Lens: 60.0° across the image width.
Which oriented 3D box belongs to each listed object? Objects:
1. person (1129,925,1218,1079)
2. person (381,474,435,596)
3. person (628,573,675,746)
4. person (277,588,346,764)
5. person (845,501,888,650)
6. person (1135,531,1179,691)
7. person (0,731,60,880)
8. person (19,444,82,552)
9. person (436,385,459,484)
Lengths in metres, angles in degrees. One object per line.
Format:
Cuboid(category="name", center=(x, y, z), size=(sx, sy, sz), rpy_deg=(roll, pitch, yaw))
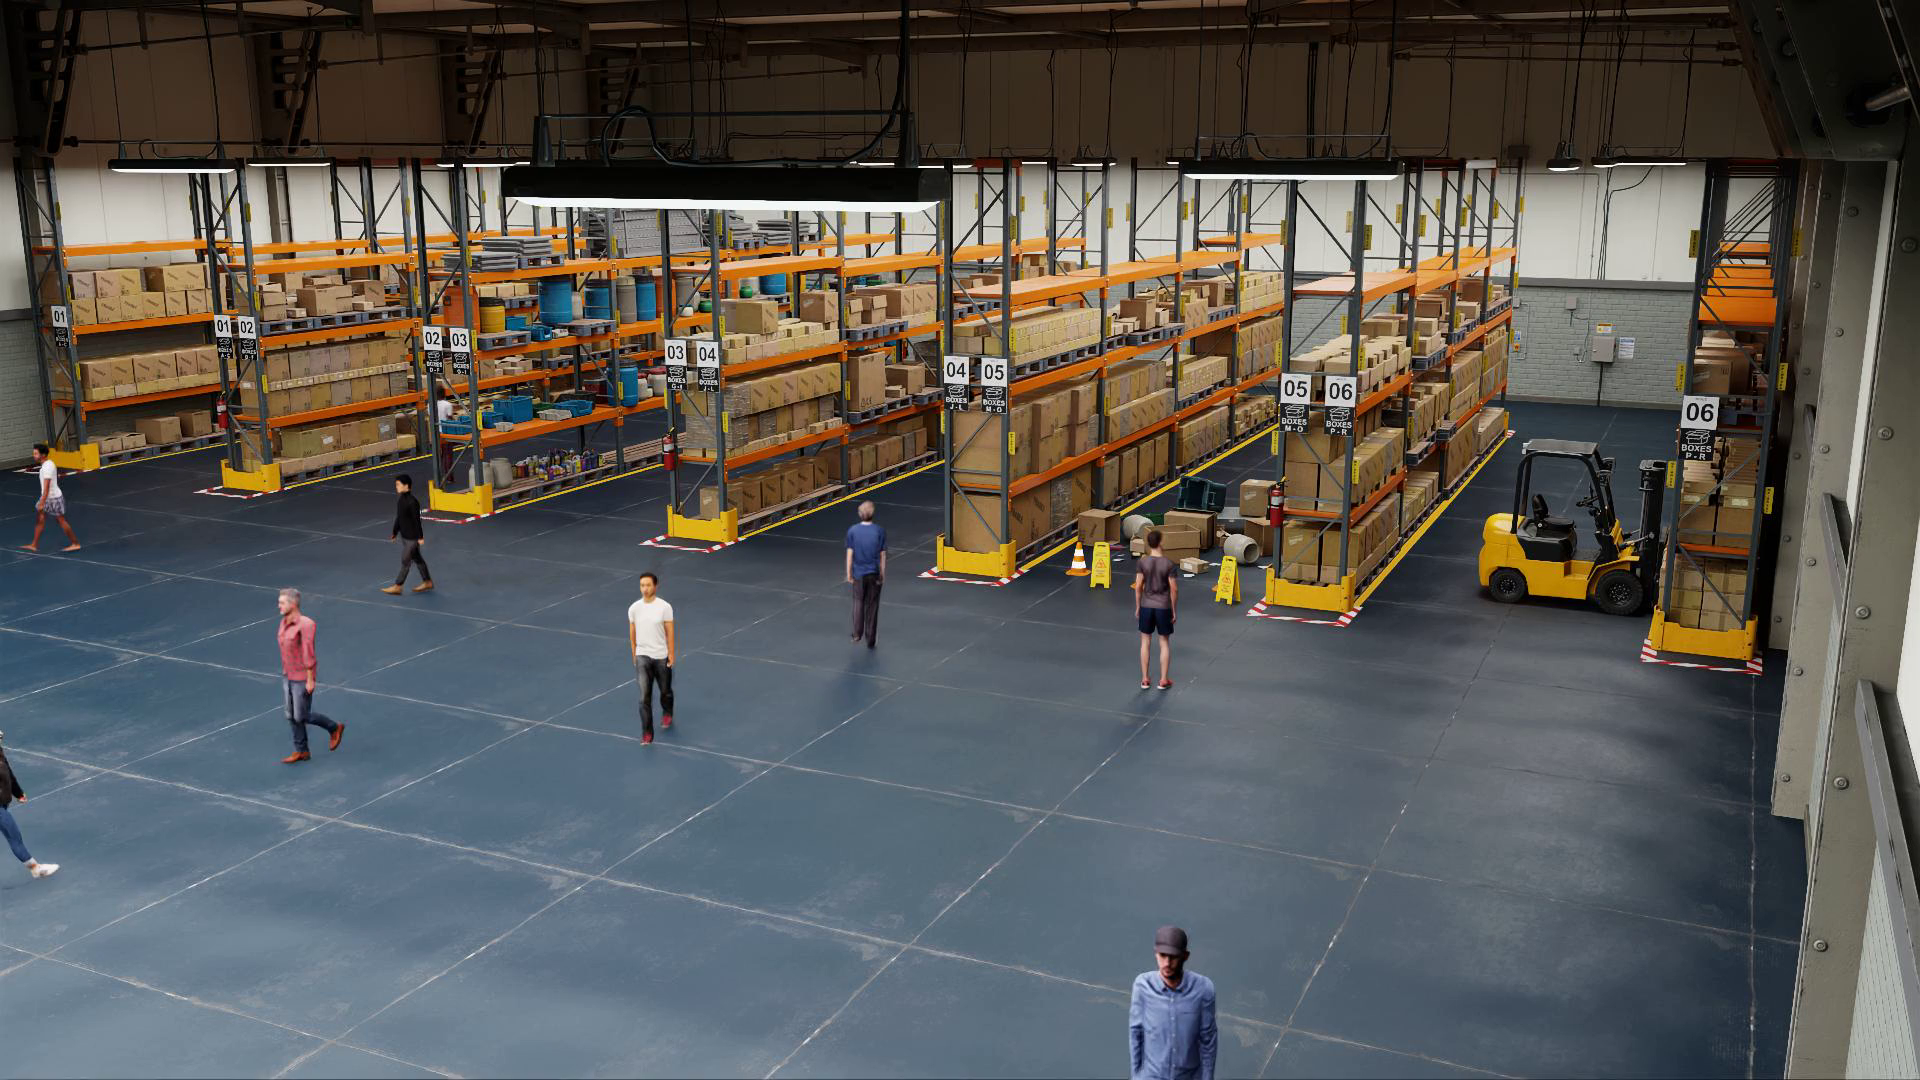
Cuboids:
Cuboid(category="person", center=(1.218, 3.043, 9.468), size=(0.785, 1.876, 0.912), rpy_deg=(2, 13, 10))
Cuboid(category="person", center=(-7.641, -0.079, 23.350), size=(1.113, 1.694, 0.960), rpy_deg=(-8, 15, -32))
Cuboid(category="person", center=(-3.208, 1.215, 17.604), size=(1.001, 1.765, 1.231), rpy_deg=(-1, 13, -3))
Cuboid(category="person", center=(-6.611, 1.365, 16.847), size=(0.826, 1.814, 0.947), rpy_deg=(11, 17, 39))
Cuboid(category="person", center=(-1.161, 0.458, 20.666), size=(0.761, 1.858, 0.769), rpy_deg=(1, 13, 5))
Cuboid(category="person", center=(2.258, 0.805, 19.187), size=(0.665, 1.851, 0.579), rpy_deg=(4, 14, 18))
Cuboid(category="person", center=(-8.183, 2.223, 13.978), size=(1.002, 1.438, 0.959), rpy_deg=(-4, 14, -17))
Cuboid(category="person", center=(-13.951, -0.624, 25.716), size=(1.166, 1.689, 1.003), rpy_deg=(-8, 15, -31))
Cuboid(category="person", center=(-9.748, -2.000, 31.338), size=(0.682, 1.833, 0.540), rpy_deg=(4, 14, 18))
